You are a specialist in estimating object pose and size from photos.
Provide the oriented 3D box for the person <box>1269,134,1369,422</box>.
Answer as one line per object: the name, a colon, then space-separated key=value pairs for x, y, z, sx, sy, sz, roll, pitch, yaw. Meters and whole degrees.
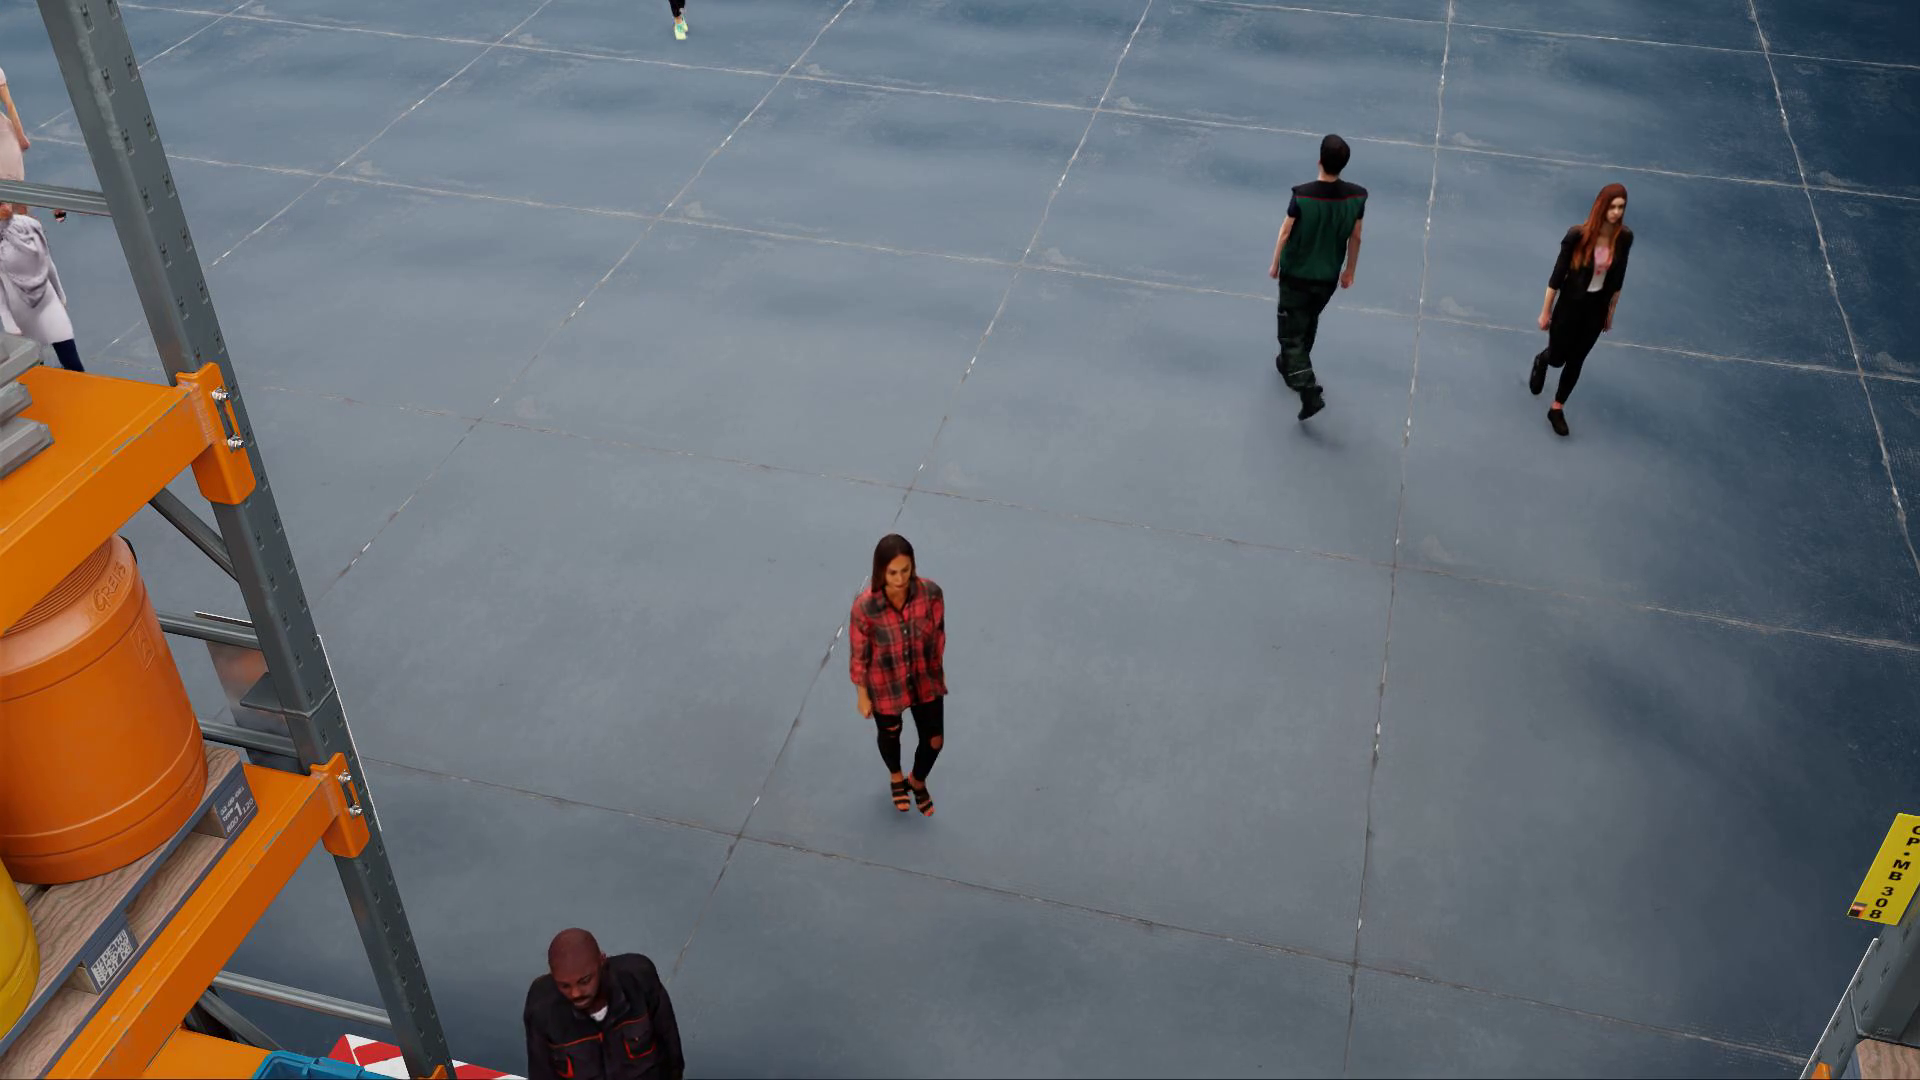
person: x=2.267 y=-1.647 z=10.658 sx=1.049 sy=1.873 sz=1.248 roll=-10 pitch=39 yaw=-12

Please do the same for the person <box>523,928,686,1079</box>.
person: x=-1.295 y=1.949 z=6.123 sx=1.074 sy=1.796 sz=1.172 roll=-16 pitch=41 yaw=-20

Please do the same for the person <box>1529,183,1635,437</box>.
person: x=3.945 y=-1.527 z=10.641 sx=0.752 sy=1.703 sz=0.901 roll=-1 pitch=38 yaw=-1

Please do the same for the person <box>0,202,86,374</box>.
person: x=-5.903 y=-1.447 z=10.501 sx=0.973 sy=1.750 sz=1.100 roll=27 pitch=46 yaw=31

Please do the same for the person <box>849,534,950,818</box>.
person: x=-0.300 y=0.614 z=7.915 sx=0.755 sy=1.691 sz=0.786 roll=-10 pitch=39 yaw=-13

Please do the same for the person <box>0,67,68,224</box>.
person: x=-7.155 y=-3.030 z=12.470 sx=0.573 sy=1.818 sz=0.754 roll=8 pitch=39 yaw=11
